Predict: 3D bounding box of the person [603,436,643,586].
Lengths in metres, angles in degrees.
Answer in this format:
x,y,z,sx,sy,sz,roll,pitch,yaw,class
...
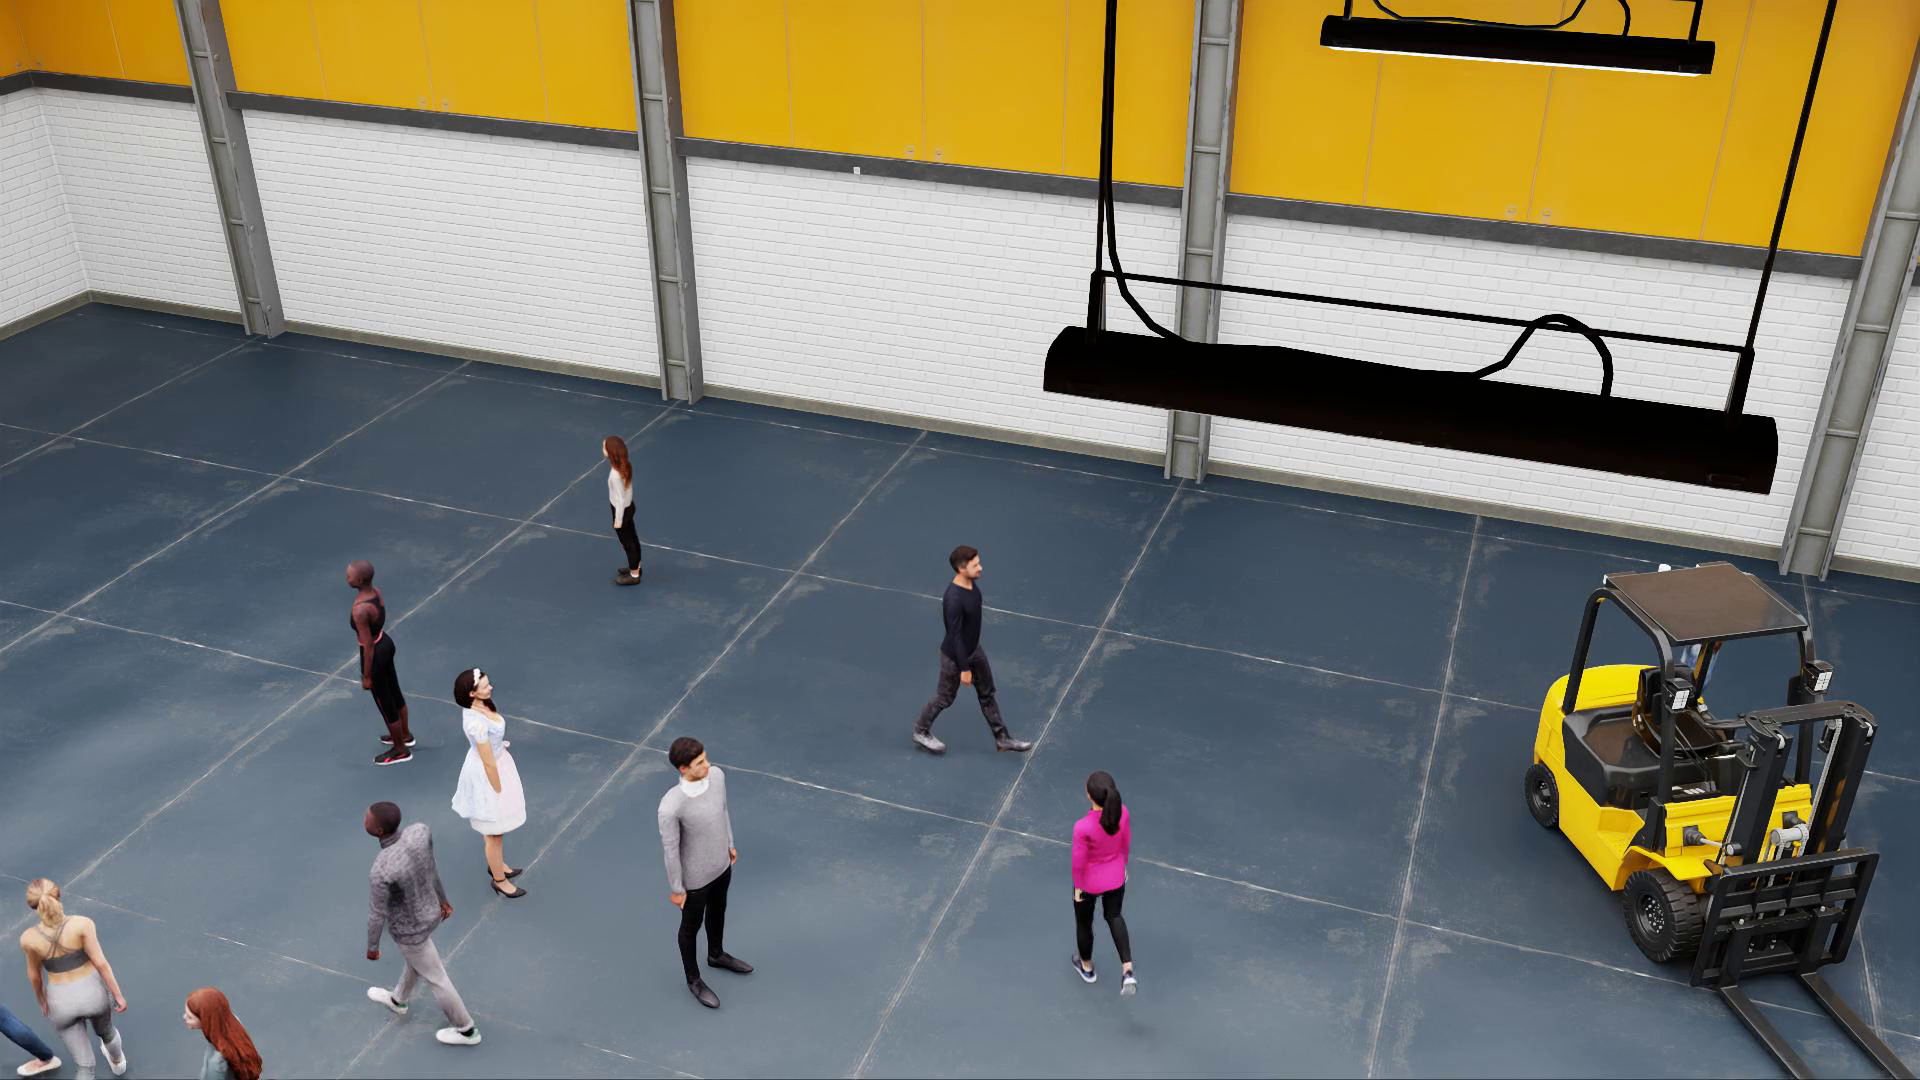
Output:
x,y,z,sx,sy,sz,roll,pitch,yaw,class
-3.105,-0.280,15.370,0.565,1.484,0.594,1,29,2,person

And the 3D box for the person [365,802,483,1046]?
x,y,z,sx,sy,sz,roll,pitch,yaw,class
-3.242,2.373,10.175,1.109,1.802,0.786,6,29,11,person

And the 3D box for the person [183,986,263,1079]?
x,y,z,sx,sy,sz,roll,pitch,yaw,class
-3.751,3.103,8.954,1.228,1.688,1.058,-8,30,-14,person

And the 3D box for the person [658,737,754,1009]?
x,y,z,sx,sy,sz,roll,pitch,yaw,class
-1.656,2.063,10.615,0.705,1.924,0.795,17,33,28,person

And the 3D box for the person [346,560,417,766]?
x,y,z,sx,sy,sz,roll,pitch,yaw,class
-4.493,0.927,12.870,0.658,1.759,0.660,-1,29,-2,person

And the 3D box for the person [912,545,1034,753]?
x,y,z,sx,sy,sz,roll,pitch,yaw,class
-0.077,0.890,12.875,1.173,1.819,0.649,10,30,18,person

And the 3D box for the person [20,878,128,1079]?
x,y,z,sx,sy,sz,roll,pitch,yaw,class
-5.093,2.756,9.620,1.104,1.660,1.180,-11,30,-19,person

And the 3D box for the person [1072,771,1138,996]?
x,y,z,sx,sy,sz,roll,pitch,yaw,class
0.939,2.221,10.576,0.910,1.684,0.973,-13,31,-22,person

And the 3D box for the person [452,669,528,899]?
x,y,z,sx,sy,sz,roll,pitch,yaw,class
-3.239,1.667,11.452,0.909,1.818,0.856,-9,30,-15,person
